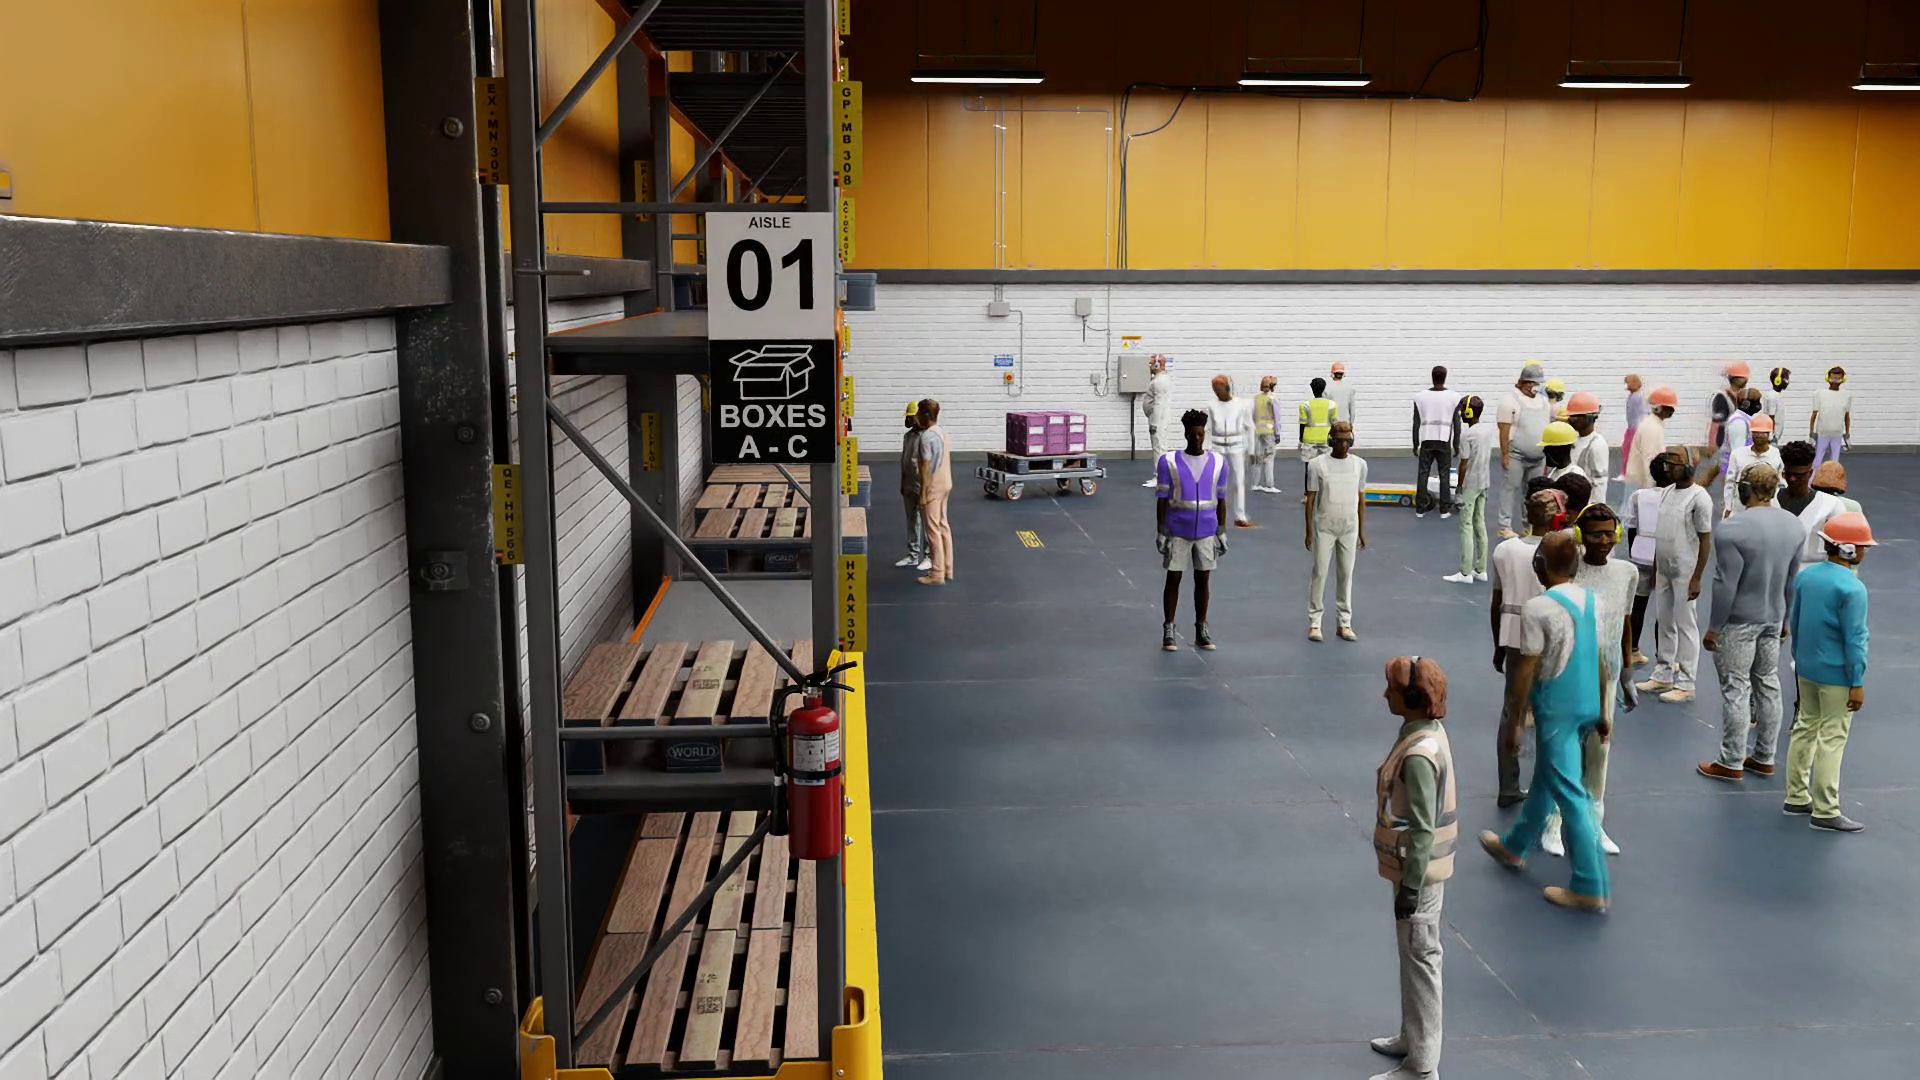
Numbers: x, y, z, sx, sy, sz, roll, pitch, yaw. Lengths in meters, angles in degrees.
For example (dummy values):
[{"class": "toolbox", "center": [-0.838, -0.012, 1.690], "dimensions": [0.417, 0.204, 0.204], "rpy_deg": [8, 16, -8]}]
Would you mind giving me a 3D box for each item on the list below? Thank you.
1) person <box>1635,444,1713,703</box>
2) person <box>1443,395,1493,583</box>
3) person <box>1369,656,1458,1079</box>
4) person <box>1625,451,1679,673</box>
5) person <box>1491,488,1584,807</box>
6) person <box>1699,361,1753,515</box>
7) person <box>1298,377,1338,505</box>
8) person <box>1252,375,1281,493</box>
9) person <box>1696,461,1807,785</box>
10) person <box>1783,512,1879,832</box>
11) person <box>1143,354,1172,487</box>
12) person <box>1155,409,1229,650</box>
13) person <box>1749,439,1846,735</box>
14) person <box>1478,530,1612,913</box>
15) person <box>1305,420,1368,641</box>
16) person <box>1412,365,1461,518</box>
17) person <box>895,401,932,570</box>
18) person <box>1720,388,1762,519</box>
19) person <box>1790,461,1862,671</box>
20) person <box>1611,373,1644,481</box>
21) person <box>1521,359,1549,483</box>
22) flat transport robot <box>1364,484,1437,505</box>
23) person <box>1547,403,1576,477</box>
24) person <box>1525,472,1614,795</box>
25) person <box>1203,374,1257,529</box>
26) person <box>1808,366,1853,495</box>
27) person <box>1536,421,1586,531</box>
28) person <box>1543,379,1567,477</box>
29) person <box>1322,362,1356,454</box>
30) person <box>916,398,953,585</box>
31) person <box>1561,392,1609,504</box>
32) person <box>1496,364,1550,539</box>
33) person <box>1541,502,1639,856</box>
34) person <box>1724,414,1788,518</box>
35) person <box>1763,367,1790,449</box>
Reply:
[{"class": "person", "center": [5.105, 0.234, 11.857], "dimensions": [0.335, 1.845, 0.513], "rpy_deg": [-2, 9, -13]}, {"class": "person", "center": [5.046, -0.497, 16.420], "dimensions": [0.509, 1.860, 0.334], "rpy_deg": [-7, 12, -39]}, {"class": "person", "center": [1.693, 1.236, 6.215], "dimensions": [0.310, 1.638, 0.523], "rpy_deg": [3, 9, 16]}, {"class": "person", "center": [5.348, 0.168, 12.740], "dimensions": [0.316, 1.695, 0.542], "rpy_deg": [-5, 11, -31]}, {"class": "person", "center": [3.237, 0.630, 9.363], "dimensions": [0.393, 1.847, 0.563], "rpy_deg": [-7, 11, -38]}, {"class": "person", "center": [9.634, -1.245, 20.779], "dimensions": [0.611, 1.980, 1.103], "rpy_deg": [-8, 12, -40]}, {"class": "person", "center": [4.718, -1.299, 21.953], "dimensions": [0.533, 1.695, 0.319], "rpy_deg": [0, 9, 1]}, {"class": "person", "center": [4.282, -1.475, 23.237], "dimensions": [0.311, 1.638, 0.522], "rpy_deg": [-6, 11, -31]}, {"class": "person", "center": [4.719, 0.492, 9.944], "dimensions": [0.637, 1.938, 0.357], "rpy_deg": [-3, 10, -20]}, {"class": "person", "center": [4.808, 0.711, 9.147], "dimensions": [0.339, 1.749, 0.573], "rpy_deg": [-1, 9, -4]}, {"class": "person", "center": [2.823, -1.711, 23.881], "dimensions": [0.407, 1.908, 0.641], "rpy_deg": [2, 9, 15]}, {"class": "person", "center": [1.877, -0.083, 13.469], "dimensions": [0.603, 1.967, 0.367], "rpy_deg": [-1, 9, -6]}, {"class": "person", "center": [5.489, 0.311, 11.017], "dimensions": [0.613, 1.958, 0.369], "rpy_deg": [8, 12, 39]}, {"class": "person", "center": [2.893, 0.850, 8.186], "dimensions": [0.610, 1.782, 0.941], "rpy_deg": [-5, 10, -30]}, {"class": "person", "center": [3.118, -0.076, 13.801], "dimensions": [0.515, 1.844, 0.329], "rpy_deg": [-1, 9, -5]}, {"class": "person", "center": [5.958, -1.226, 20.840], "dimensions": [0.588, 1.909, 0.398], "rpy_deg": [3, 10, 19]}, {"class": "person", "center": [-0.448, -0.565, 17.196], "dimensions": [0.298, 1.745, 0.484], "rpy_deg": [-9, 12, -43]}, {"class": "person", "center": [8.355, -0.704, 17.757], "dimensions": [0.430, 1.845, 0.619], "rpy_deg": [5, 10, 30]}, {"class": "person", "center": [6.566, 0.210, 12.669], "dimensions": [0.507, 1.631, 0.266], "rpy_deg": [7, 11, 36]}, {"class": "person", "center": [9.995, -1.647, 24.424], "dimensions": [0.640, 1.607, 0.522], "rpy_deg": [1, 9, 7]}, {"class": "person", "center": [8.247, -1.704, 24.062], "dimensions": [0.403, 1.835, 0.586], "rpy_deg": [-3, 10, -19]}, {"class": "flat transport robot", "center": [5.612, -0.618, 22.139], "dimensions": [1.431, 0.197, 0.652], "rpy_deg": [3, 9, 15]}, {"class": "person", "center": [6.154, -0.521, 16.923], "dimensions": [0.295, 1.744, 0.484], "rpy_deg": [-2, 9, -12]}, {"class": "person", "center": [3.522, 0.571, 9.534], "dimensions": [0.590, 1.913, 0.393], "rpy_deg": [-8, 12, -42]}, {"class": "person", "center": [3.215, -1.057, 19.935], "dimensions": [0.771, 1.864, 0.361], "rpy_deg": [3, 10, 19]}, {"class": "person", "center": [11.334, -1.335, 21.658], "dimensions": [0.521, 1.865, 0.328], "rpy_deg": [2, 9, 11]}, {"class": "person", "center": [4.584, 0.052, 12.753], "dimensions": [0.383, 1.922, 0.593], "rpy_deg": [1, 9, 5]}, {"class": "person", "center": [7.305, -1.105, 20.522], "dimensions": [0.321, 1.766, 0.534], "rpy_deg": [-3, 10, -18]}, {"class": "person", "center": [5.583, -1.767, 24.707], "dimensions": [0.574, 1.749, 0.337], "rpy_deg": [-2, 9, -11]}, {"class": "person", "center": [-0.263, -0.478, 16.397], "dimensions": [0.361, 1.834, 0.521], "rpy_deg": [3, 10, 20]}, {"class": "person", "center": [5.331, -0.253, 14.308], "dimensions": [0.400, 2.039, 0.611], "rpy_deg": [0, 9, 3]}, {"class": "person", "center": [6.522, -1.020, 19.121], "dimensions": [0.682, 2.000, 0.535], "rpy_deg": [-3, 10, -19]}, {"class": "person", "center": [3.292, 0.725, 8.698], "dimensions": [0.538, 1.869, 0.313], "rpy_deg": [-1, 9, -4]}, {"class": "person", "center": [7.393, -0.298, 15.470], "dimensions": [0.563, 1.755, 0.323], "rpy_deg": [7, 12, 38]}, {"class": "person", "center": [10.384, -1.267, 21.218], "dimensions": [0.329, 1.868, 0.512], "rpy_deg": [4, 10, 24]}]
